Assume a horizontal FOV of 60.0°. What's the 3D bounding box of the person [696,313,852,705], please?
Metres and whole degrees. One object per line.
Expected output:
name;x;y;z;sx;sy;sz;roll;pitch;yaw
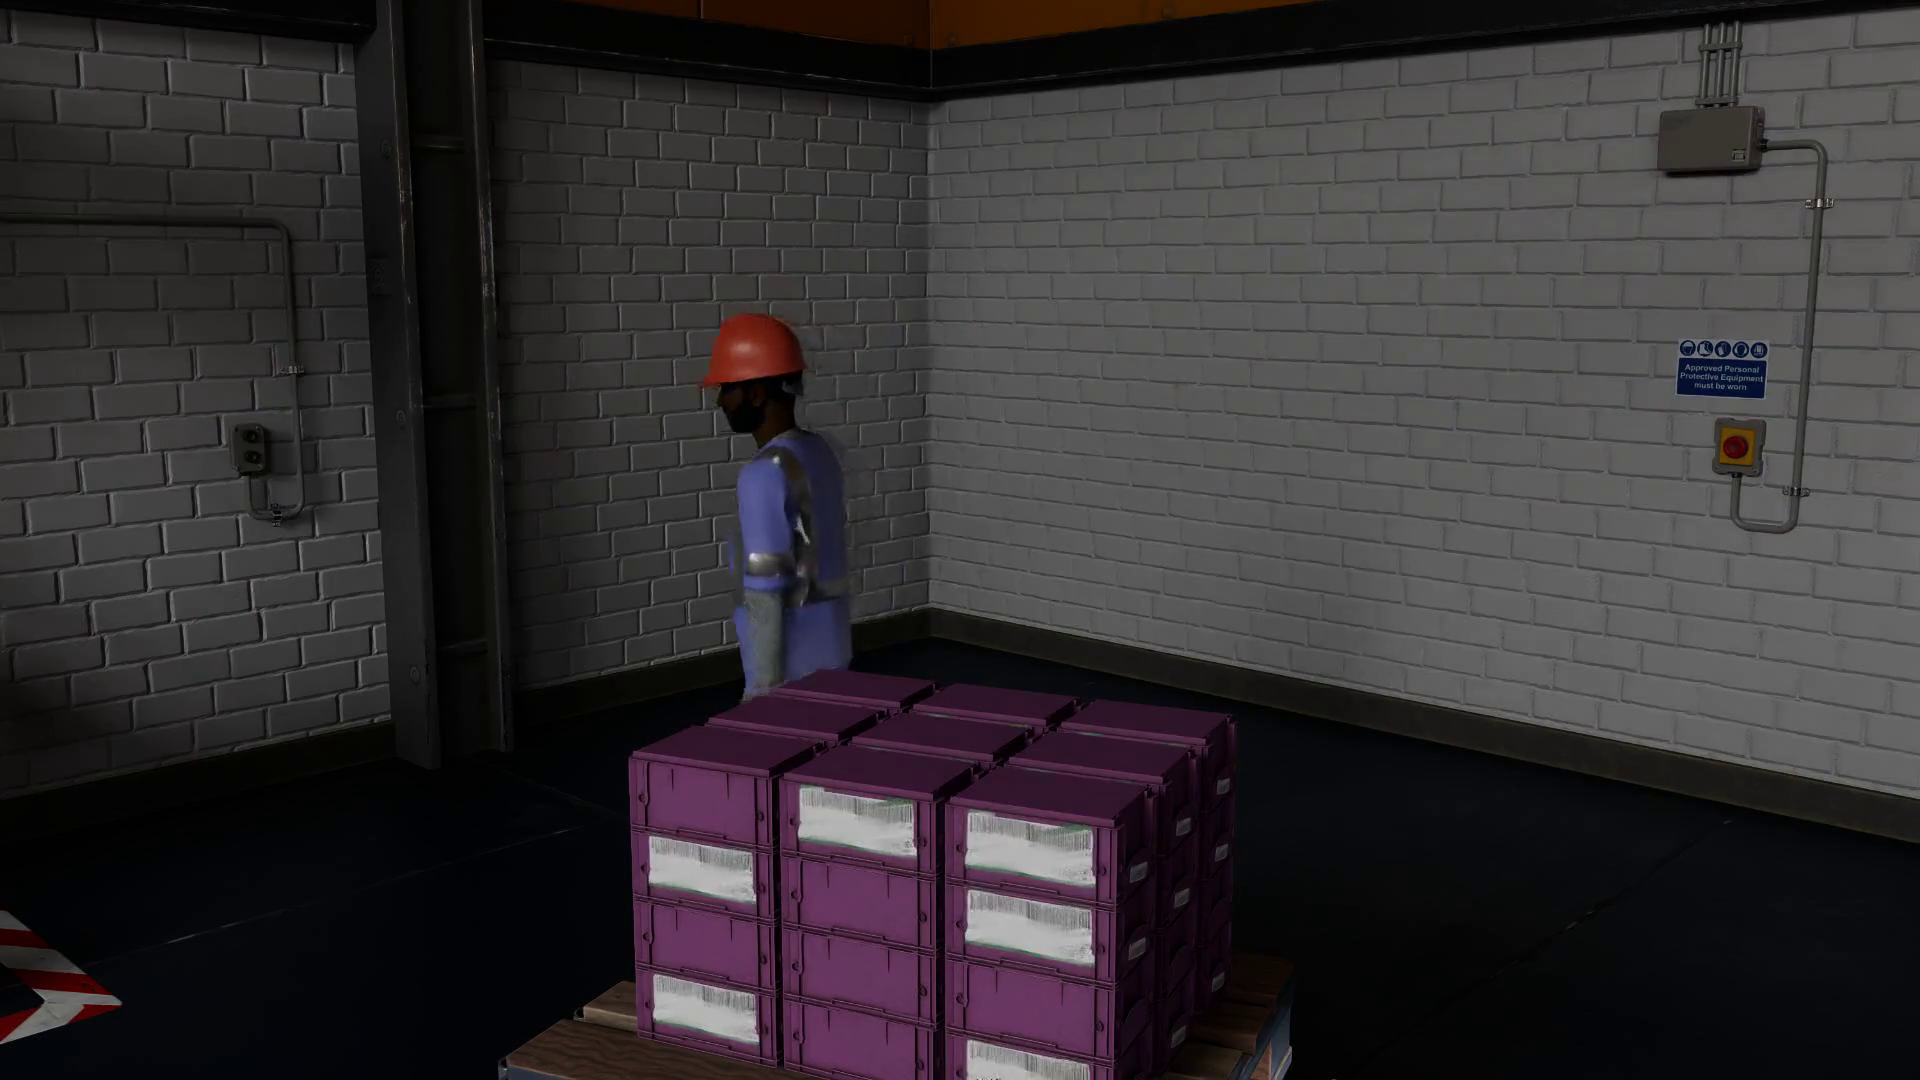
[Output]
person;-0.384;0.337;4.562;0.701;1.910;0.560;2;10;13
